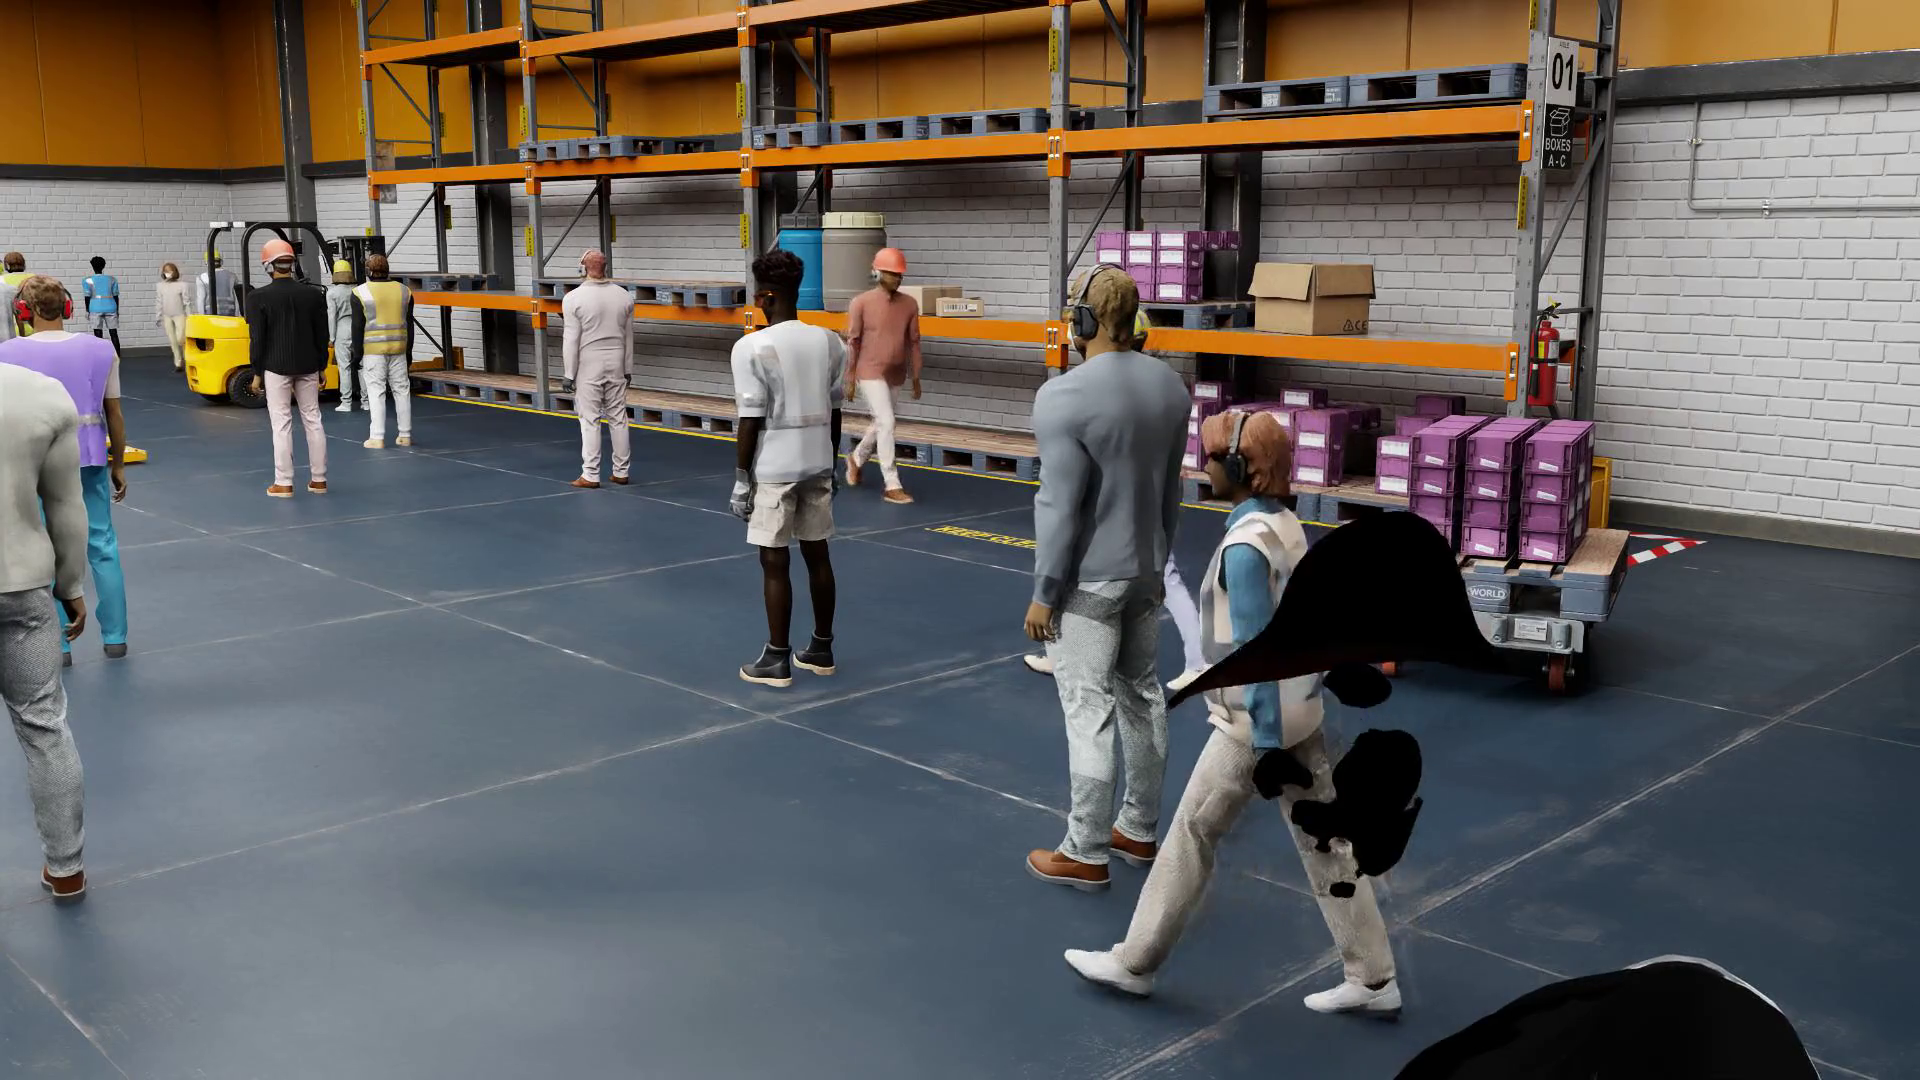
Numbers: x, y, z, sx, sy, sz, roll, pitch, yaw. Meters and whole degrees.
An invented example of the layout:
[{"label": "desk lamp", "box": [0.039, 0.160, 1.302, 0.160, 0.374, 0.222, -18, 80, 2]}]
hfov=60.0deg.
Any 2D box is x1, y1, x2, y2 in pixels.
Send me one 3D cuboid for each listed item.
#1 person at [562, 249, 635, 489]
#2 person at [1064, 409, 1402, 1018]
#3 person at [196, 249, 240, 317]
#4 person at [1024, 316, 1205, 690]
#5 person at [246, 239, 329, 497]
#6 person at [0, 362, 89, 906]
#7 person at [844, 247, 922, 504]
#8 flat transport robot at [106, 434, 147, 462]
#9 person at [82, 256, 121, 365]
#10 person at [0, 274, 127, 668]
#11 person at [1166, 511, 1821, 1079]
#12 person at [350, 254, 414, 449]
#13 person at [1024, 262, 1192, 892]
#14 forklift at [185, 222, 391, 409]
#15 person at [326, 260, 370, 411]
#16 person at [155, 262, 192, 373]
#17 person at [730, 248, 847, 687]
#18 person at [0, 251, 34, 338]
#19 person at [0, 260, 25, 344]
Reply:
[{"label": "person", "box": [-2.920, -1.368, 13.372, 0.642, 1.909, 0.410, -10, 14, -44]}, {"label": "person", "box": [0.751, 0.457, 4.283, 0.887, 1.583, 0.529, 5, 11, 24]}, {"label": "person", "box": [-10.522, -3.207, 23.606, 0.588, 1.830, 0.404, -10, 14, -44]}, {"label": "person", "box": [0.747, -0.175, 7.388, 0.929, 1.720, 0.538, 8, 13, 36]}, {"label": "person", "box": [-5.205, -1.327, 12.911, 0.610, 1.993, 0.380, -10, 14, -44]}, {"label": "person", "box": [-2.882, 0.175, 4.872, 0.631, 1.939, 0.372, -10, 14, -44]}, {"label": "person", "box": [-0.632, -1.291, 12.871, 0.627, 1.950, 0.980, -8, 13, -37]}, {"label": "flat transport robot", "box": [-7.964, -0.758, 14.507, 1.431, 0.197, 0.652, -10, 14, -44]}, {"label": "person", "box": [-13.316, -3.547, 25.829, 0.533, 1.697, 0.318, -10, 14, -44]}, {"label": "person", "box": [-4.209, -0.318, 7.815, 0.566, 1.843, 0.389, -10, 14, -44]}, {"label": "person", "box": [0.277, 0.877, 1.049, 0.544, 1.936, 0.359, -10, 14, -44]}, {"label": "person", "box": [-5.511, -1.794, 15.872, 0.627, 1.844, 0.429, -10, 14, -44]}, {"label": "person", "box": [0.441, 0.121, 5.163, 0.631, 1.940, 0.372, -10, 14, -44]}, {"label": "forklift", "box": [-8.169, -2.758, 20.163, 2.313, 2.155, 1.214, -10, 14, -44]}, {"label": "person", "box": [-7.059, -2.354, 19.195, 0.486, 1.742, 0.300, -10, 14, -44]}, {"label": "person", "box": [-11.558, -3.261, 24.457, 0.498, 1.623, 0.375, 1, 10, 5]}, {"label": "person", "box": [-0.780, -0.322, 7.505, 0.604, 1.965, 0.367, -10, 14, -44]}, {"label": "person", "box": [-10.656, -2.349, 18.905, 0.627, 1.843, 0.429, -10, 14, -44]}, {"label": "person", "box": [-9.302, -1.847, 16.083, 0.509, 1.872, 0.328, -10, 14, -44]}]
